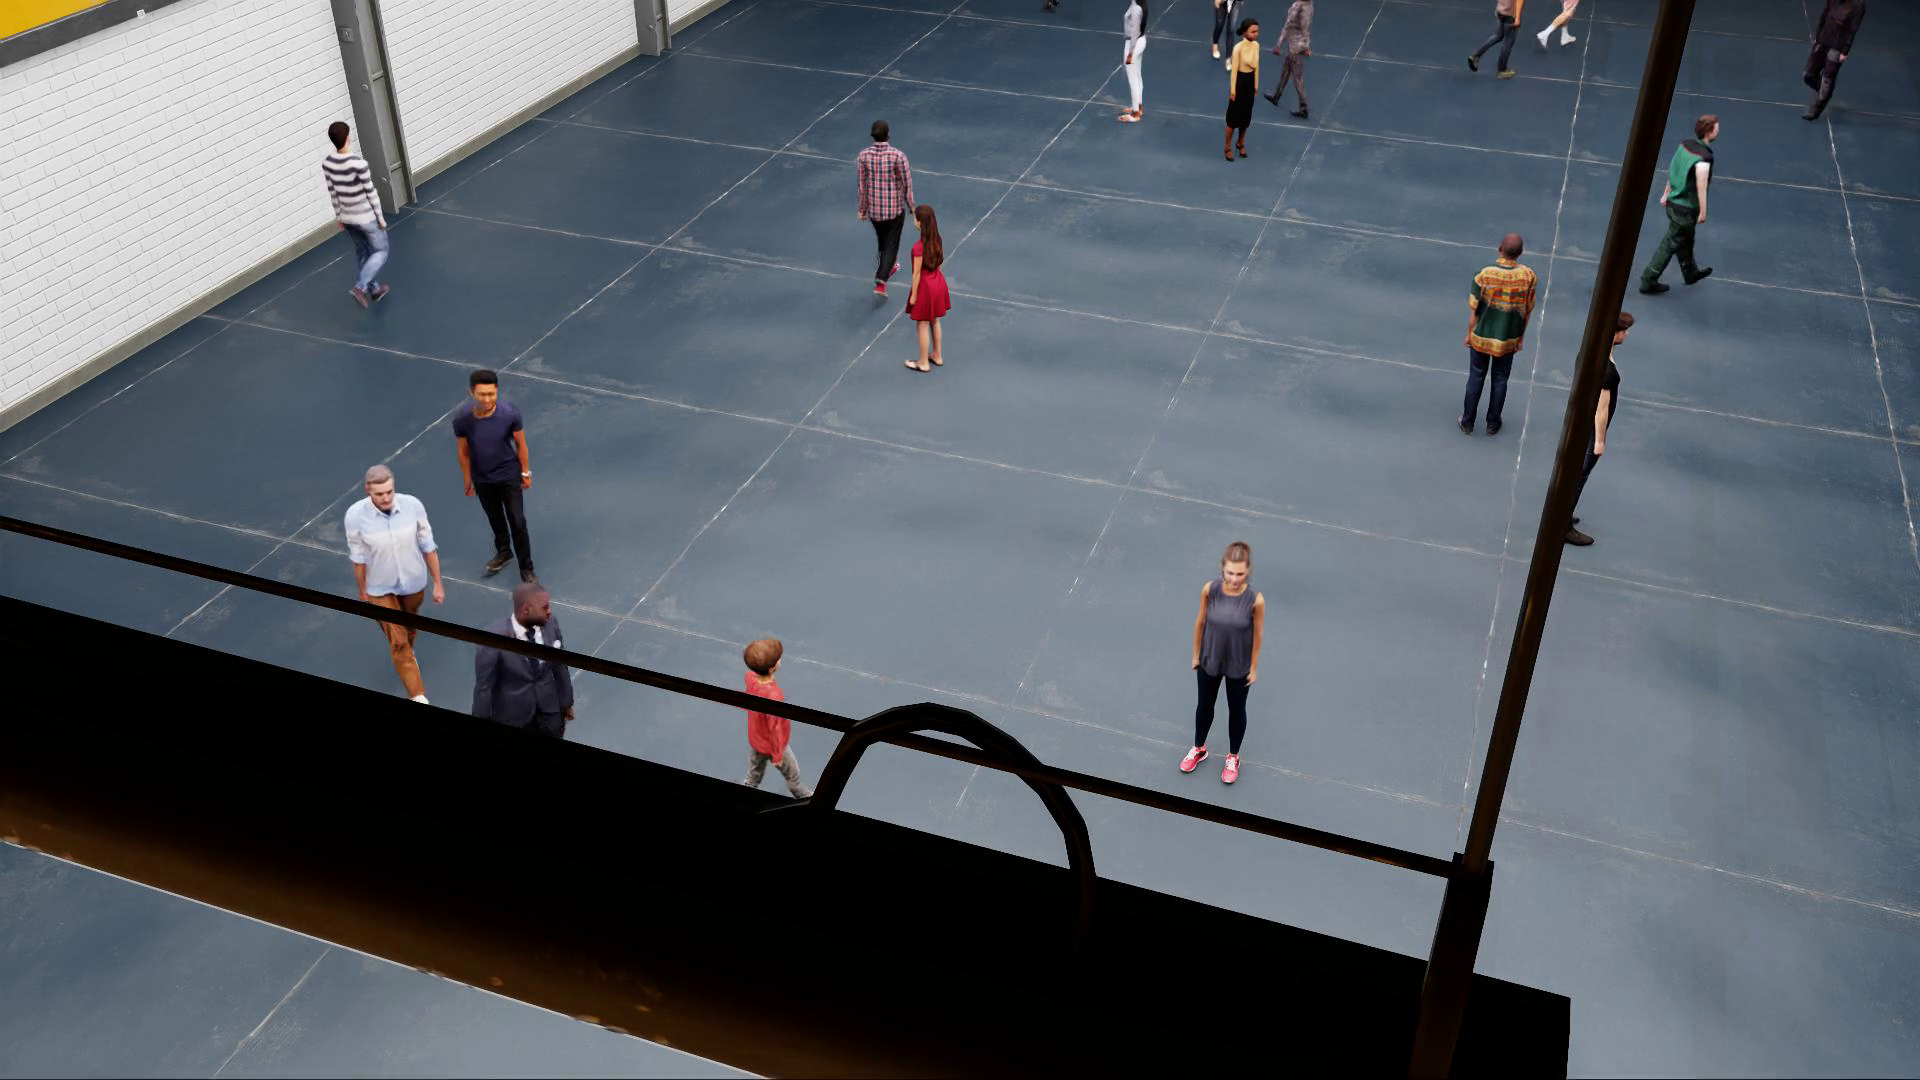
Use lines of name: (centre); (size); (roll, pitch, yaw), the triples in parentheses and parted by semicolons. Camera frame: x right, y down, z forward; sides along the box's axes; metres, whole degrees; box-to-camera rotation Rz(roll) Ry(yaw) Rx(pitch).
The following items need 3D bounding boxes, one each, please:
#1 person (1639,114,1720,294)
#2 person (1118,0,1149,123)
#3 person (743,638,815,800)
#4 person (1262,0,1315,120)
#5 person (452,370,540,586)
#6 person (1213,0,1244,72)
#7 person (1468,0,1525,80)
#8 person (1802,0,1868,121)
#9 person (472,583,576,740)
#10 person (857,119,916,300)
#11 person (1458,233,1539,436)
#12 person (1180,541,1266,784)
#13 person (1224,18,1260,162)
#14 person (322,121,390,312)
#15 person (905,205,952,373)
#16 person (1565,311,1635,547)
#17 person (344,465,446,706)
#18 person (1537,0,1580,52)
person: (6.997, -3.250, 16.235); (0.966, 1.815, 1.056); (-2, 34, -4)
person: (2.159, -6.051, 20.531); (0.665, 1.724, 0.442); (10, 35, 14)
person: (-1.199, 1.200, 9.926); (0.951, 1.387, 0.816); (-22, 40, -30)
person: (4.244, -6.048, 20.563); (0.884, 1.684, 1.013); (27, 42, 34)
person: (-3.395, -0.508, 12.151); (0.813, 1.770, 0.903); (1, 34, 1)
person: (3.579, -7.267, 22.339); (0.901, 1.748, 1.184); (-2, 34, -4)
person: (7.109, -6.912, 21.795); (1.004, 1.759, 0.980); (-10, 35, -15)
person: (10.831, -6.107, 20.520); (0.976, 1.830, 0.917); (-15, 36, -21)
person: (-2.630, 1.029, 9.817); (0.813, 1.794, 1.000); (-16, 37, -22)
person: (-0.741, -3.218, 16.247); (0.689, 1.749, 1.105); (12, 36, 18)
person: (4.488, -1.717, 13.936); (0.723, 1.807, 0.686); (8, 34, 11)
person: (1.649, 0.756, 10.293); (0.578, 1.722, 0.540); (14, 36, 20)
person: (3.295, -5.260, 19.407); (0.633, 1.652, 0.718); (-22, 39, -29)
person: (-5.800, -3.061, 15.935); (0.647, 1.833, 0.918); (10, 35, 15)
person: (-0.287, -2.274, 15.005); (0.680, 1.551, 0.611); (21, 39, 28)
person: (4.731, -0.864, 12.573); (0.798, 1.896, 0.646); (0, 34, 0)
person: (-3.757, 0.238, 11.028); (1.209, 1.770, 1.183); (-19, 38, -26)
person: (8.336, -7.621, 22.861); (1.136, 1.761, 1.081); (-14, 36, -21)
